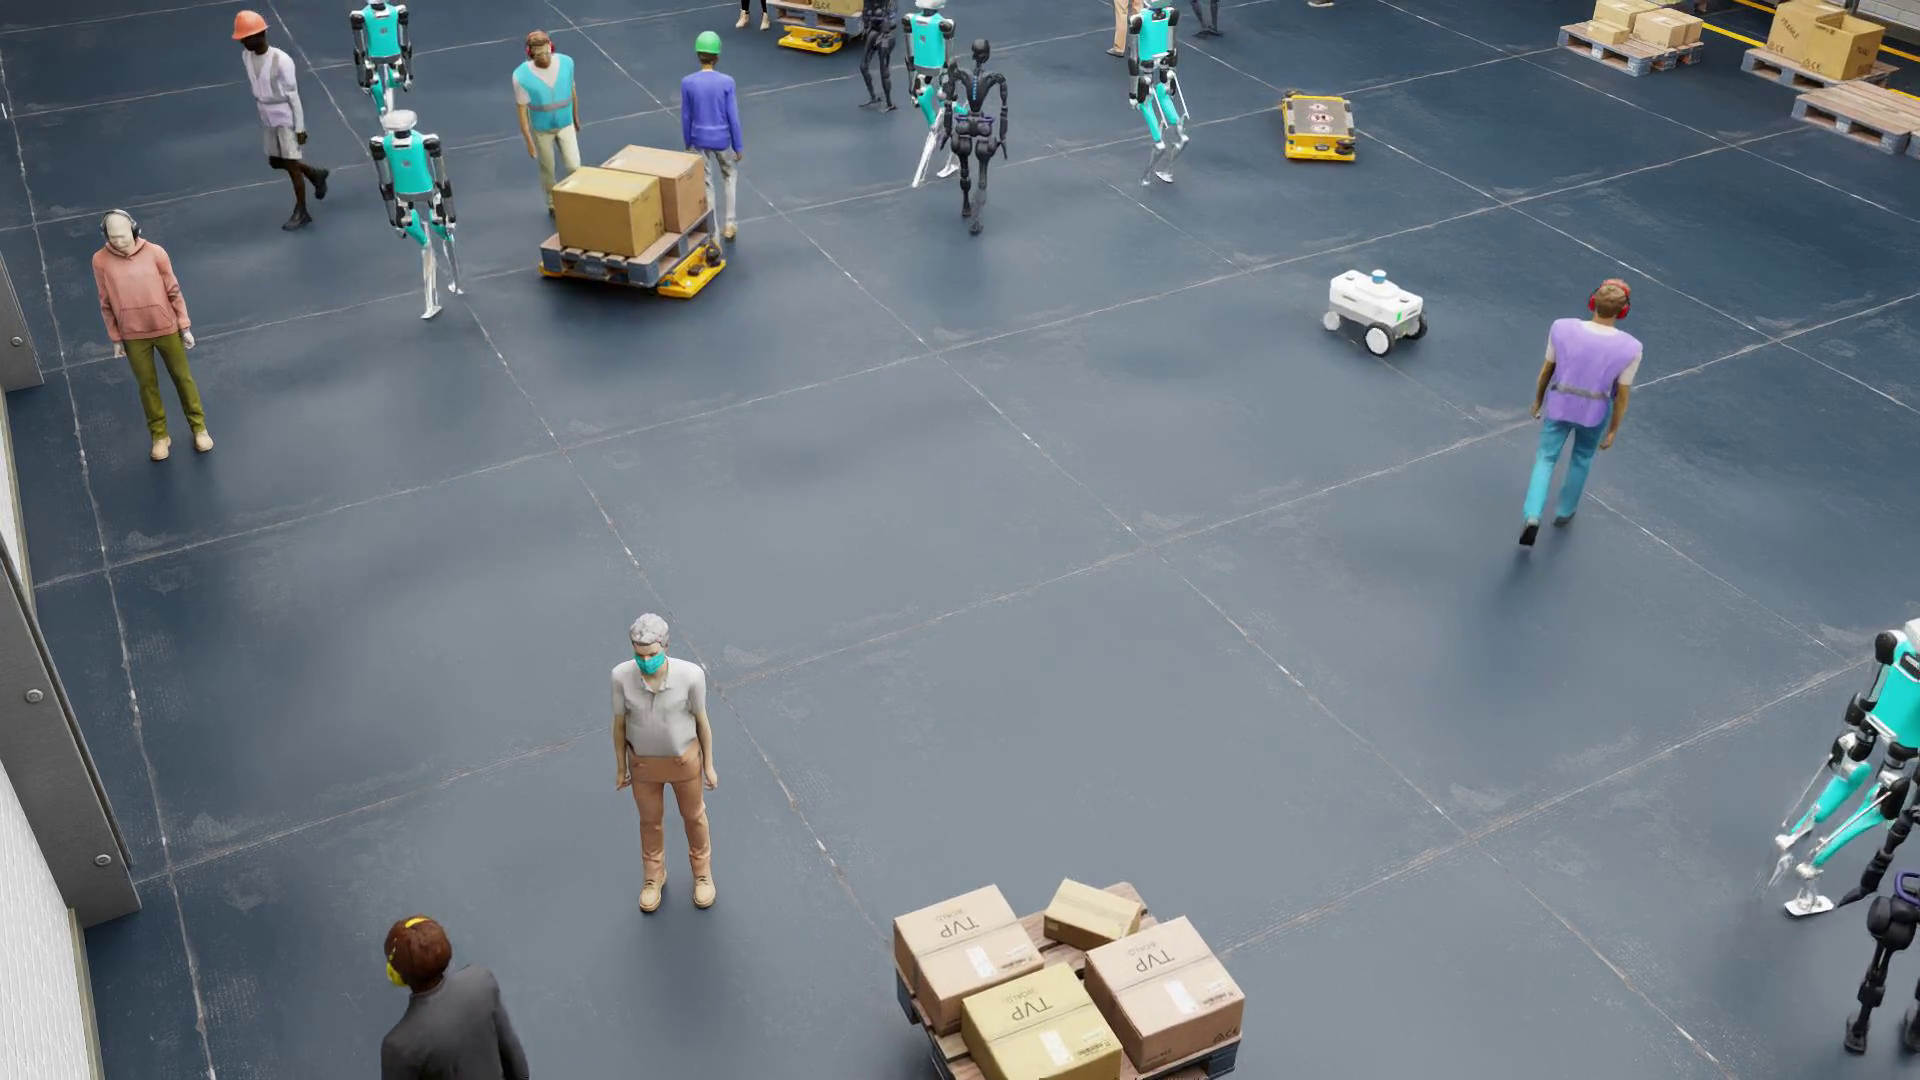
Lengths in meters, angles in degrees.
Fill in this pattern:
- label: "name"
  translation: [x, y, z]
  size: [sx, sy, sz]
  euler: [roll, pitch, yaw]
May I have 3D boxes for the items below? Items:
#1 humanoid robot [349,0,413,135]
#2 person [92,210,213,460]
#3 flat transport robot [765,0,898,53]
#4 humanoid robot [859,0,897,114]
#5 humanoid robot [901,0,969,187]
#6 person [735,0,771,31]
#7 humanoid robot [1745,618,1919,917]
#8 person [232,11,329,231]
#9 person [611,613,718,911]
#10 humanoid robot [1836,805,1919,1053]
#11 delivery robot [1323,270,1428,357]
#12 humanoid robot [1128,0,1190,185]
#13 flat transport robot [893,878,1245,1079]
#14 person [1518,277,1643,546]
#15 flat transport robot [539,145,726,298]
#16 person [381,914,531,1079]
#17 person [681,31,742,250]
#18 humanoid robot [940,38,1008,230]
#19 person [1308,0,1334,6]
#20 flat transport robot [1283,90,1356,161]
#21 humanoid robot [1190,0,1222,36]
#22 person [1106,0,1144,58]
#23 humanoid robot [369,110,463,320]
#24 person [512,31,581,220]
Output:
- label: "humanoid robot"
  translation: [-5.499, -4.462, 15.811]
  size: [0.551, 1.703, 1.003]
  euler: [-19, 39, -25]
- label: "person"
  translation: [-5.542, -1.423, 11.386]
  size: [0.520, 1.832, 0.367]
  euler: [-12, 37, -17]
- label: "flat transport robot"
  translation: [-1.452, -5.950, 19.211]
  size: [0.659, 0.231, 1.431]
  euler: [15, 38, 21]
- label: "humanoid robot"
  translation: [-0.845, -5.155, 16.851]
  size: [0.364, 1.653, 0.602]
  euler: [-17, 38, -23]
- label: "humanoid robot"
  translation: [-0.184, -4.189, 15.431]
  size: [0.555, 1.816, 0.763]
  euler: [19, 39, 25]
- label: "person"
  translation: [-2.396, -6.708, 19.046]
  size: [0.531, 1.697, 0.320]
  euler: [9, 36, 13]
- label: "humanoid robot"
  translation: [4.138, 1.196, 7.824]
  size: [0.690, 1.890, 0.531]
  euler: [-10, 36, -13]
- label: "person"
  translation: [-5.920, -3.719, 14.594]
  size: [0.542, 1.915, 0.636]
  euler: [15, 38, 21]
- label: "person"
  translation: [-1.401, 1.059, 7.914]
  size: [0.483, 1.748, 0.320]
  euler: [-2, 35, -2]
- label: "humanoid robot"
  translation: [4.164, 1.605, 7.192]
  size: [0.603, 1.657, 0.346]
  euler: [17, 38, 23]
- label: "delivery robot"
  translation: [3.275, -1.810, 13.068]
  size: [0.499, 0.614, 0.802]
  euler: [-27, 43, -33]
- label: "humanoid robot"
  translation: [1.875, -4.088, 15.273]
  size: [0.531, 1.784, 0.695]
  euler: [-20, 40, -26]
- label: "flat transport robot"
  translation: [0.461, 2.278, 7.463]
  size: [0.659, 0.231, 1.431]
  euler: [-15, 38, -20]
- label: "person"
  translation: [3.888, -0.786, 10.487]
  size: [0.570, 1.816, 0.766]
  euler: [16, 38, 21]
- label: "flat transport robot"
  translation: [-2.776, -2.358, 14.083]
  size: [1.431, 0.231, 0.659]
  euler: [11, 37, 16]
- label: "person"
  translation: [-1.927, 2.164, 6.277]
  size: [0.995, 1.811, 0.610]
  euler: [17, 38, 23]
- label: "person"
  translation: [-2.115, -3.410, 14.212]
  size: [0.497, 1.838, 0.666]
  euler: [-3, 35, -4]
- label: "humanoid robot"
  translation: [0.119, -3.548, 14.582]
  size: [0.609, 1.654, 0.606]
  euler: [5, 35, 8]
- label: "person"
  translation: [4.387, -7.369, 19.761]
  size: [0.364, 1.961, 0.611]
  euler: [0, 35, 0]
- label: "flat transport robot"
  translation: [3.585, -4.148, 16.638]
  size: [0.659, 0.231, 1.431]
  euler: [4, 35, 6]
- label: "humanoid robot"
  translation: [2.856, -6.546, 18.832]
  size: [0.372, 1.645, 0.600]
  euler: [19, 39, 25]
- label: "person"
  translation: [1.844, -6.167, 18.294]
  size: [0.465, 1.675, 0.372]
  euler: [-18, 39, -24]
- label: "humanoid robot"
  translation: [-4.246, -2.648, 13.274]
  size: [0.530, 1.812, 0.868]
  euler: [-3, 35, -4]
- label: "person"
  translation: [-3.519, -3.551, 14.450]
  size: [0.590, 1.791, 0.874]
  euler: [-20, 39, -26]
